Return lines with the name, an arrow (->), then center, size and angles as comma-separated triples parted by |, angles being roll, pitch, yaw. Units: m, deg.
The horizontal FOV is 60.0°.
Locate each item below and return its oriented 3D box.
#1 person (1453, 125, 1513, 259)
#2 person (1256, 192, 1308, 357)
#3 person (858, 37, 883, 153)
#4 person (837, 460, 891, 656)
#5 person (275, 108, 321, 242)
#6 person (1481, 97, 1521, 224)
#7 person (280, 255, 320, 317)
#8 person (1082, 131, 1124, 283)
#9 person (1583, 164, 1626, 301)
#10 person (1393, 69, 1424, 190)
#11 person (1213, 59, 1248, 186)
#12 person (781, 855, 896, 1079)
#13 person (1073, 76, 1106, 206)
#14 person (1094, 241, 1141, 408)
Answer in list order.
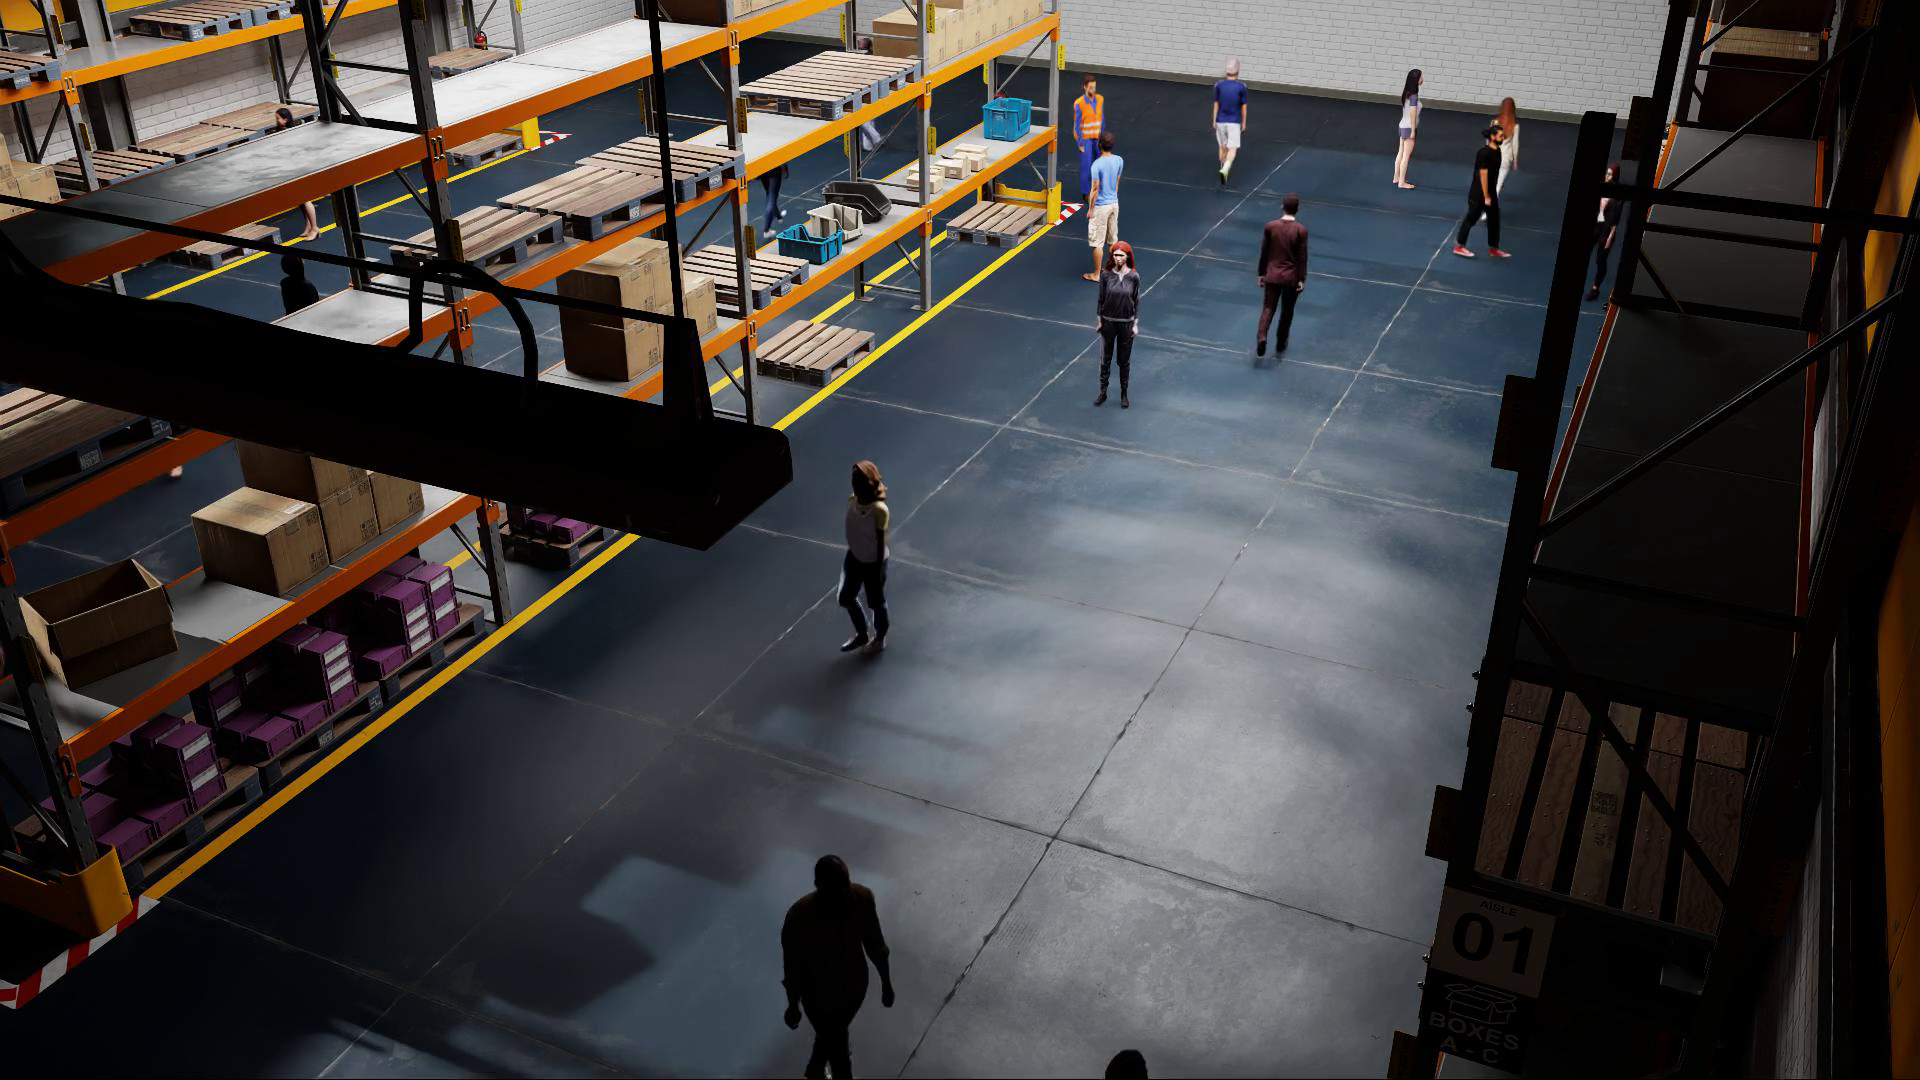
person -> 6.681, -4.490, 21.498 | 0.886, 1.729, 0.988 | 25, 37, 37
person -> 3.557, -2.896, 18.456 | 0.672, 1.843, 0.950 | 13, 31, 22
person -> -1.354, -6.918, 25.900 | 0.751, 1.775, 0.714 | 2, 29, 4
person -> -0.638, 0.139, 13.031 | 0.759, 1.712, 0.724 | -25, 37, -37
person -> -8.847, -4.876, 22.164 | 0.795, 1.769, 0.774 | -19, 34, -31
person -> 7.376, -5.170, 22.791 | 0.727, 1.685, 1.110 | 19, 34, 30
person -> -6.806, -2.182, 17.302 | 0.601, 1.696, 0.601 | 6, 29, 10
person -> 1.811, -4.166, 20.764 | 0.673, 1.863, 0.799 | -20, 34, -32
person -> 7.827, -3.729, 20.142 | 0.820, 1.693, 0.737 | -23, 36, -36
person -> 6.576, -6.041, 24.366 | 0.732, 1.706, 0.610 | 0, 29, 0
person -> 3.913, -6.080, 24.324 | 0.670, 1.815, 1.065 | 10, 30, 18
person -> -0.708, 2.368, 8.868 | 1.197, 1.784, 1.125 | -21, 35, -34
person -> 1.773, -5.671, 23.547 | 0.823, 1.840, 0.910 | -19, 34, -31
person -> 1.643, -2.254, 17.347 | 0.634, 1.780, 0.578 | 5, 29, 10
